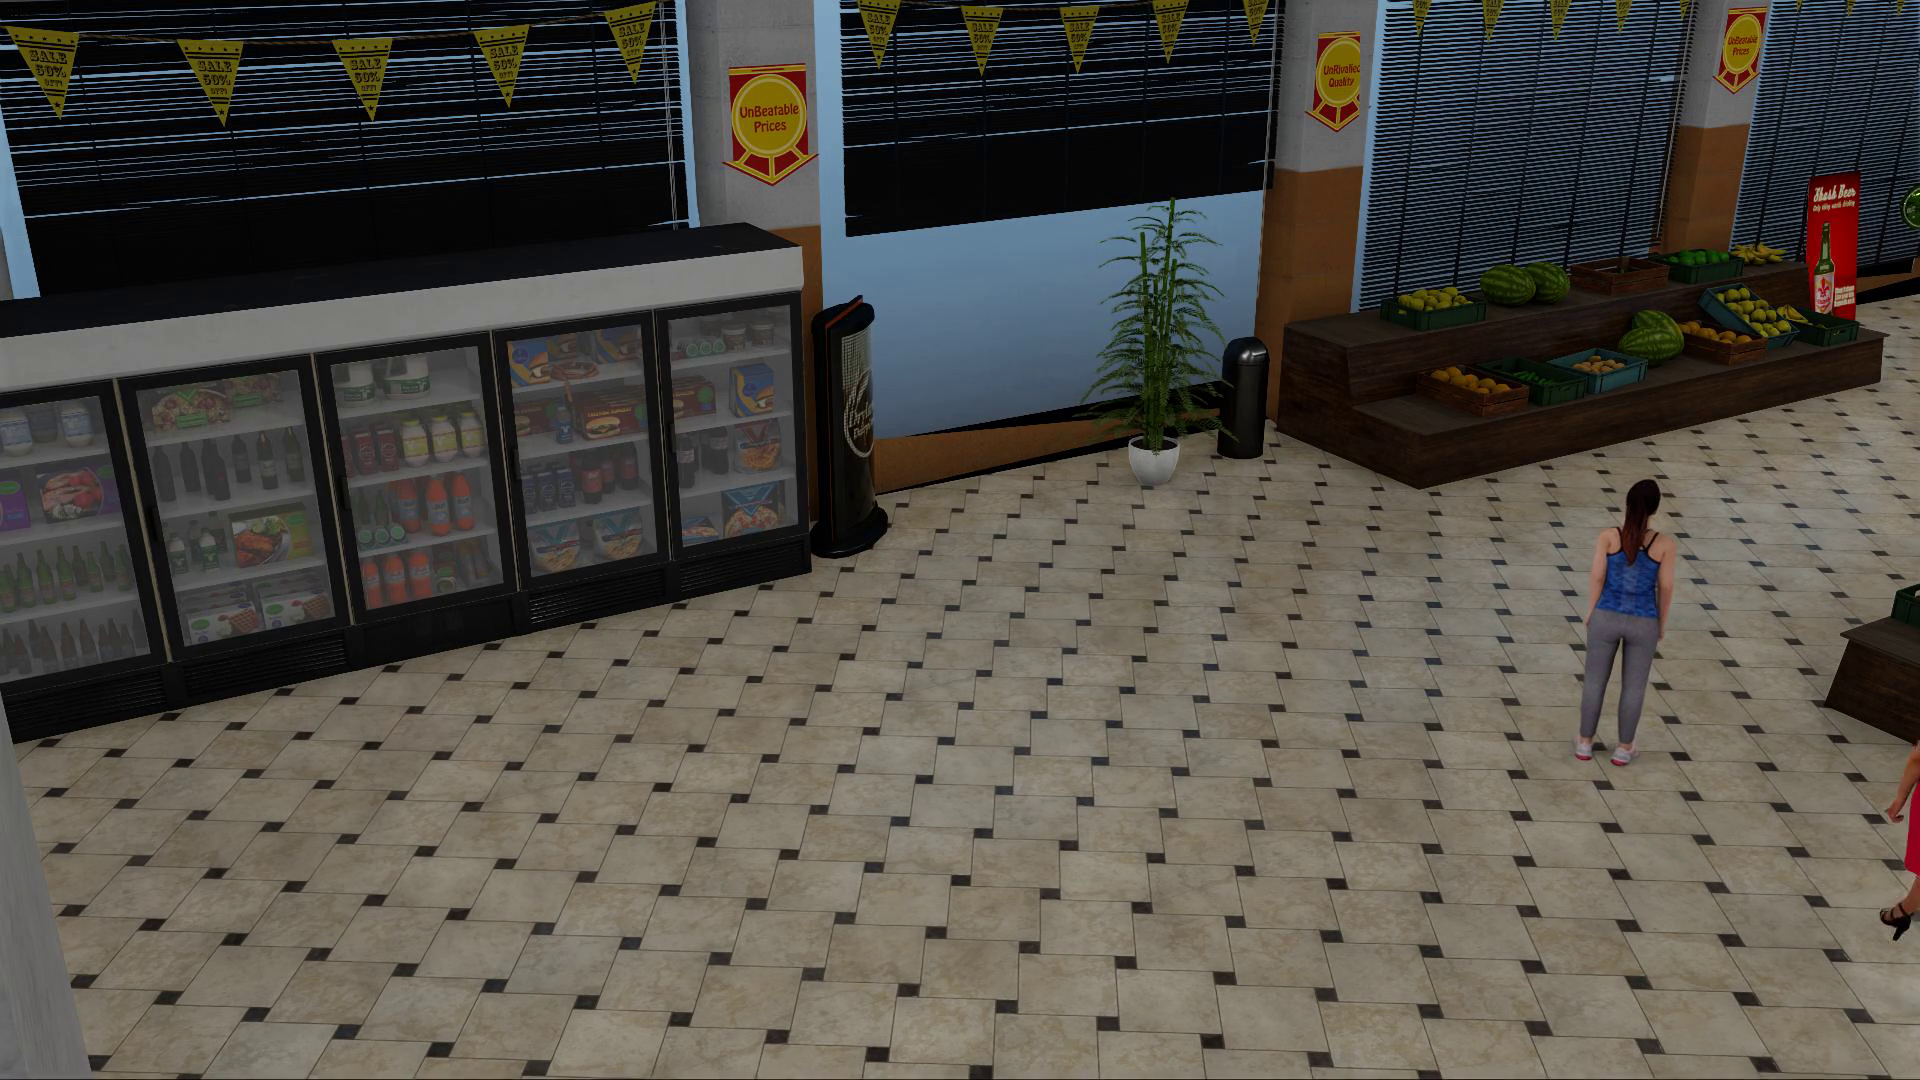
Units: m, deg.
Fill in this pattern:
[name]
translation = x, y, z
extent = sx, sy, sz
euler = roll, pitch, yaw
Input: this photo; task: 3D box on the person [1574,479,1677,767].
[person]
translation = 3.562, 0.442, 8.929
extent = 0.652, 1.608, 0.689
euler = 9, 24, 22
